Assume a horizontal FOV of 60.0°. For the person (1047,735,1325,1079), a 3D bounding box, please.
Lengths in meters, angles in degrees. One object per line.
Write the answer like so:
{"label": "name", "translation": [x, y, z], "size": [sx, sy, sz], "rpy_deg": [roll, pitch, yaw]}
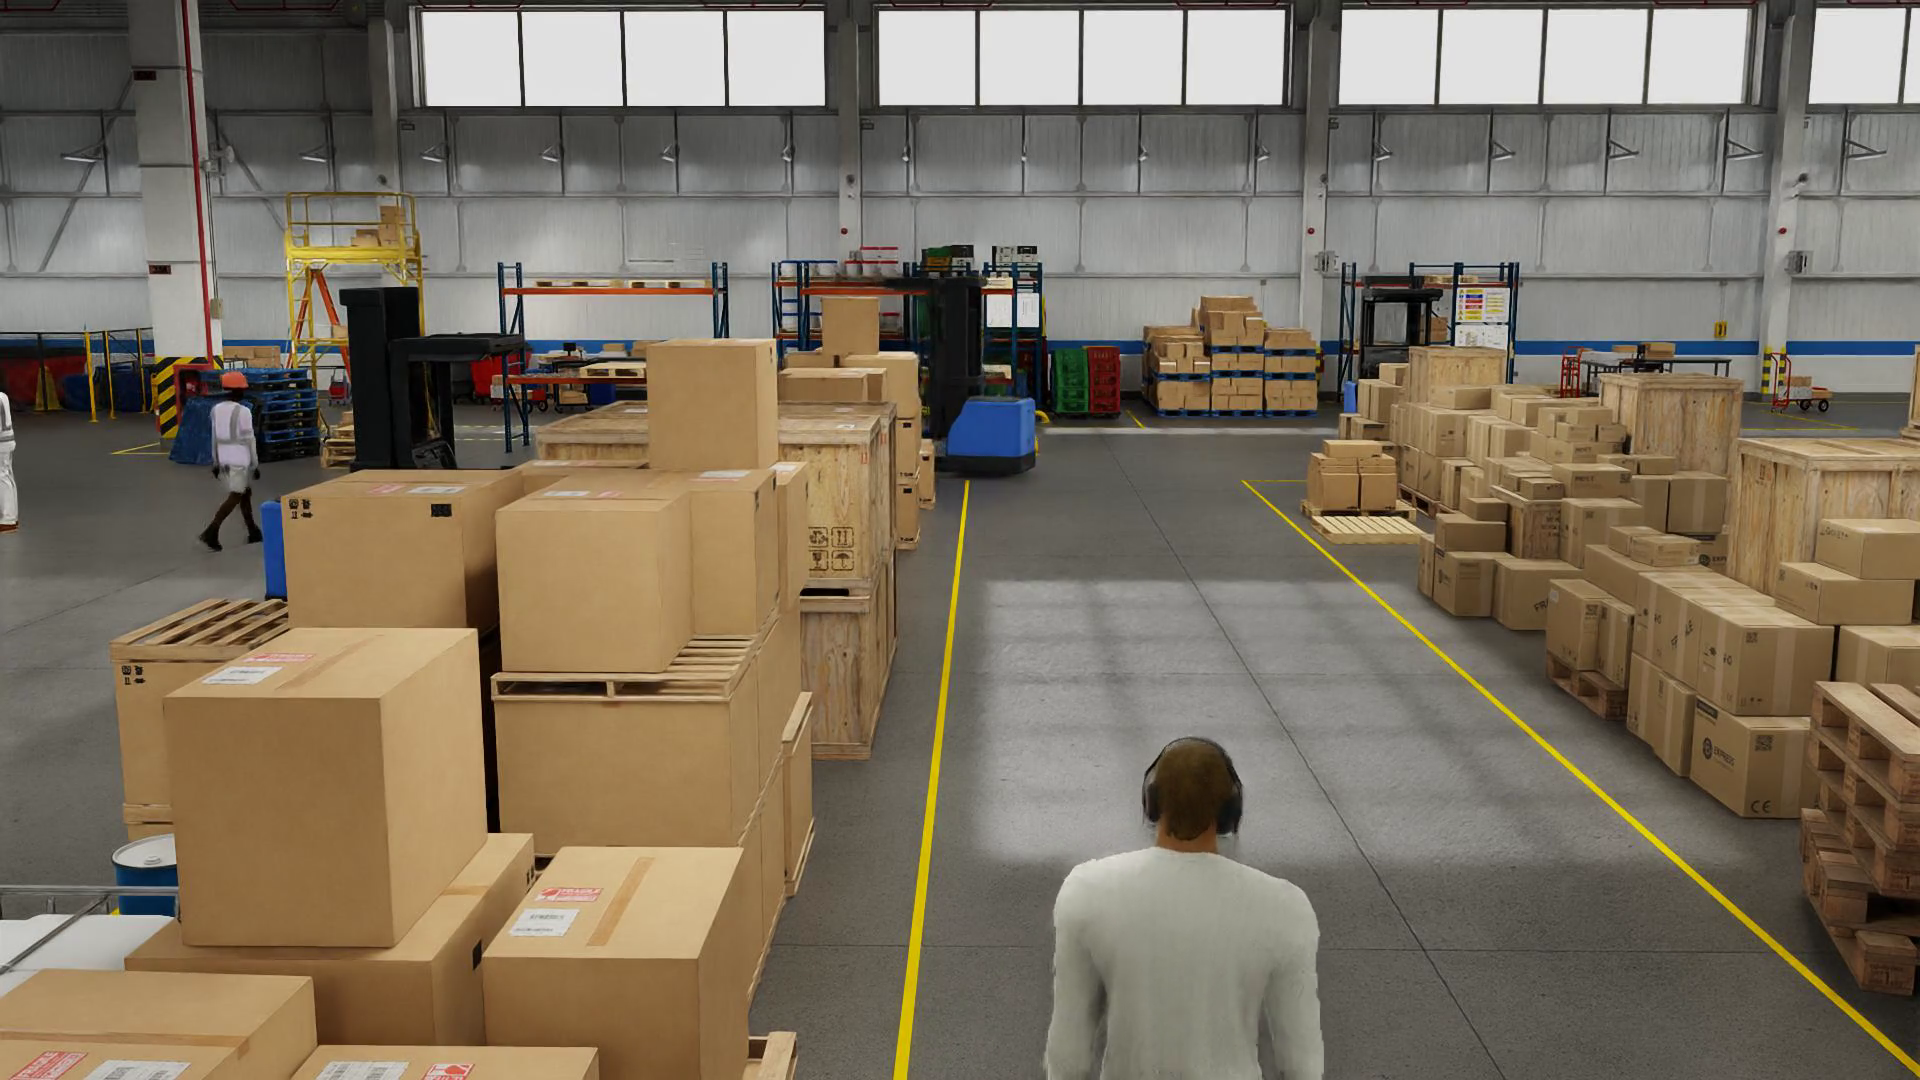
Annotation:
{"label": "person", "translation": [0.585, 1.398, 4.205], "size": [0.657, 1.900, 0.901], "rpy_deg": [3, 10, 16]}

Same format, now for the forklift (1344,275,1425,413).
{"label": "forklift", "translation": [6.827, -2.810, 26.466], "size": [1.129, 2.768, 1.873], "rpy_deg": [0, 9, 1]}

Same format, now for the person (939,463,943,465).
{"label": "person", "translation": [0.163, -2.038, 24.804], "size": [0.978, 1.904, 0.639], "rpy_deg": [-7, 12, -37]}

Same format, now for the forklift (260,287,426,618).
{"label": "forklift", "translation": [-4.771, -0.711, 13.897], "size": [1.873, 2.768, 1.129], "rpy_deg": [0, 9, 1]}

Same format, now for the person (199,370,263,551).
{"label": "person", "translation": [-7.753, -0.846, 17.664], "size": [0.556, 1.905, 0.944], "rpy_deg": [6, 11, 30]}

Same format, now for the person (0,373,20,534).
{"label": "person", "translation": [-10.807, -1.010, 18.666], "size": [0.354, 1.883, 0.573], "rpy_deg": [-3, 10, -20]}

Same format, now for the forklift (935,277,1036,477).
{"label": "forklift", "translation": [0.083, -2.367, 23.815], "size": [1.873, 2.768, 1.129], "rpy_deg": [3, 10, 16]}
